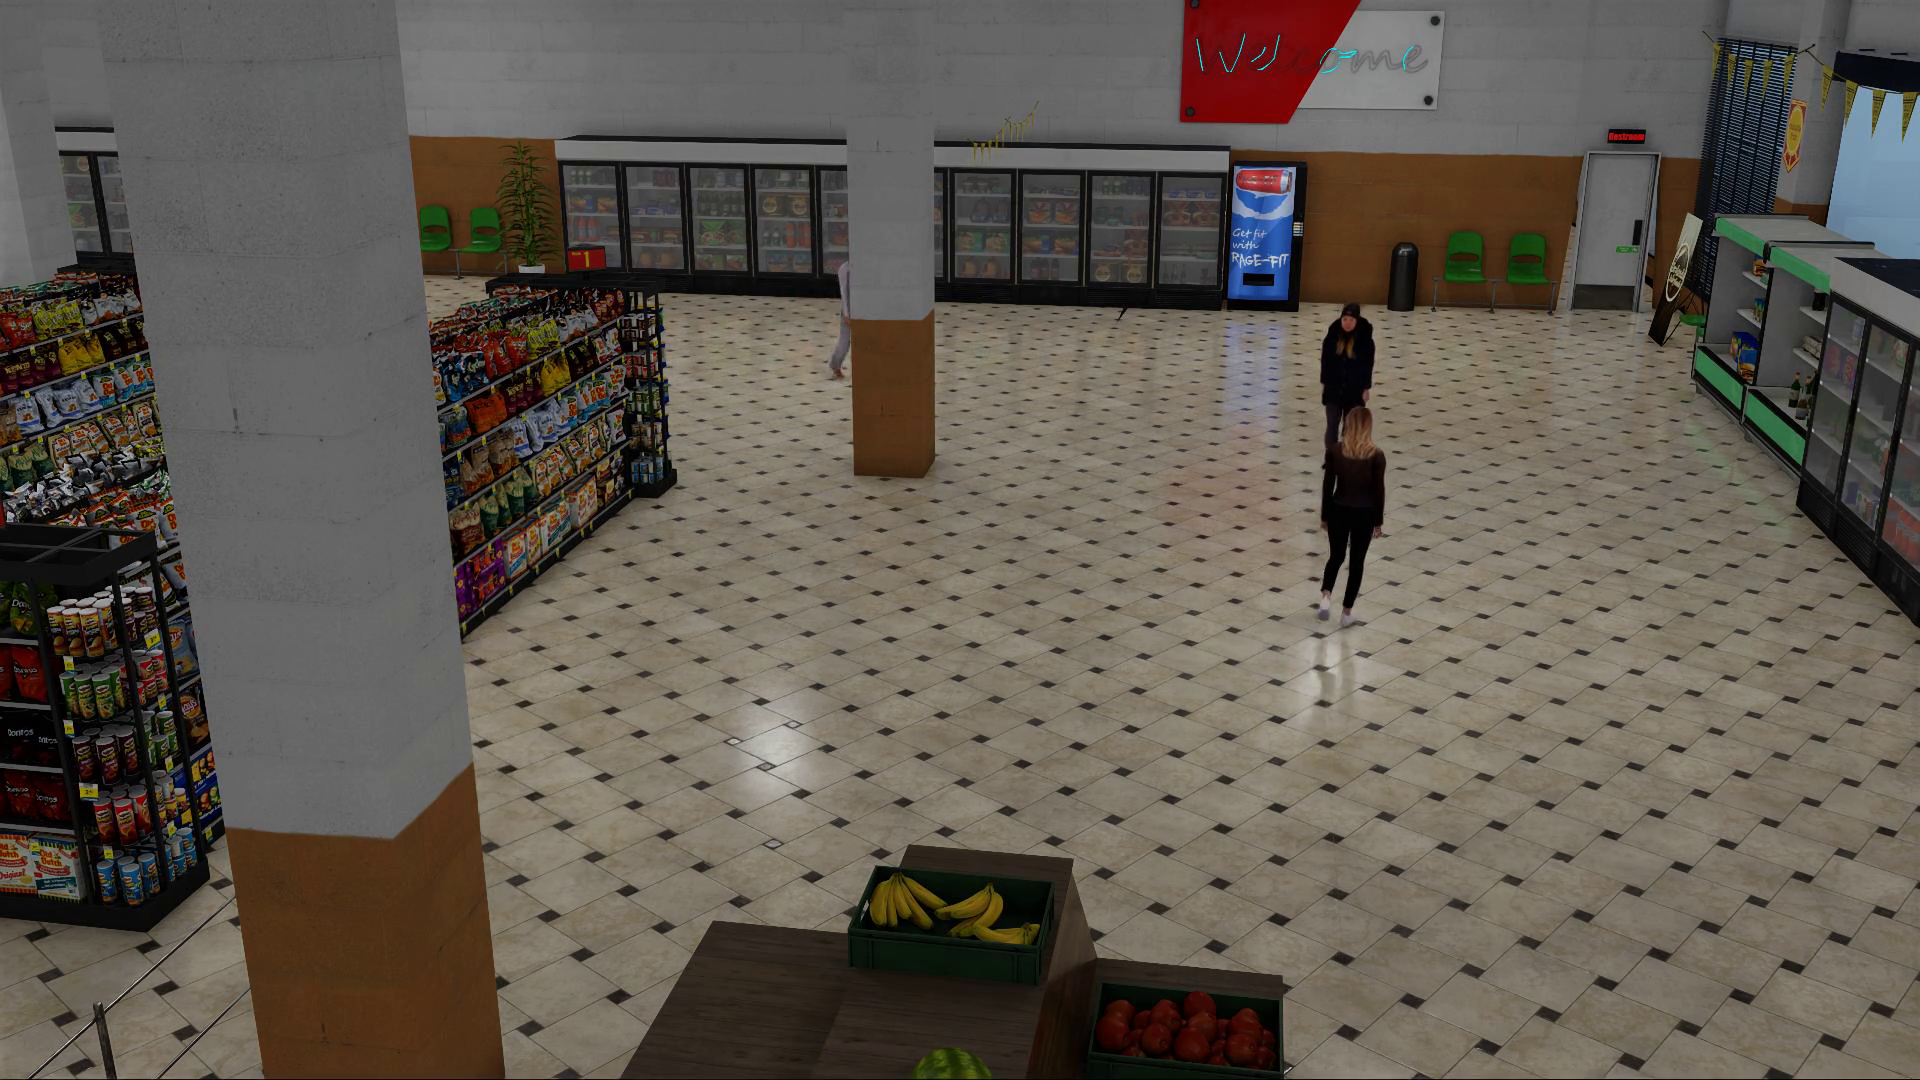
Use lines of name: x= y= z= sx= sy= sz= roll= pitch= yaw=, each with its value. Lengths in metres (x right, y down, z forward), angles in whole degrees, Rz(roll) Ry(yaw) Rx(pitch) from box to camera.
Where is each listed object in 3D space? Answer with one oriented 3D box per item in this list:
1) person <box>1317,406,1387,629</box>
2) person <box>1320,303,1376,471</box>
person: x=2.855 y=-0.127 z=12.229 sx=0.746 sy=1.689 sz=0.846 roll=10 pitch=21 yaw=28
person: x=3.814 y=-1.513 z=16.392 sx=0.757 sy=1.655 sz=0.933 roll=6 pitch=20 yaw=18
